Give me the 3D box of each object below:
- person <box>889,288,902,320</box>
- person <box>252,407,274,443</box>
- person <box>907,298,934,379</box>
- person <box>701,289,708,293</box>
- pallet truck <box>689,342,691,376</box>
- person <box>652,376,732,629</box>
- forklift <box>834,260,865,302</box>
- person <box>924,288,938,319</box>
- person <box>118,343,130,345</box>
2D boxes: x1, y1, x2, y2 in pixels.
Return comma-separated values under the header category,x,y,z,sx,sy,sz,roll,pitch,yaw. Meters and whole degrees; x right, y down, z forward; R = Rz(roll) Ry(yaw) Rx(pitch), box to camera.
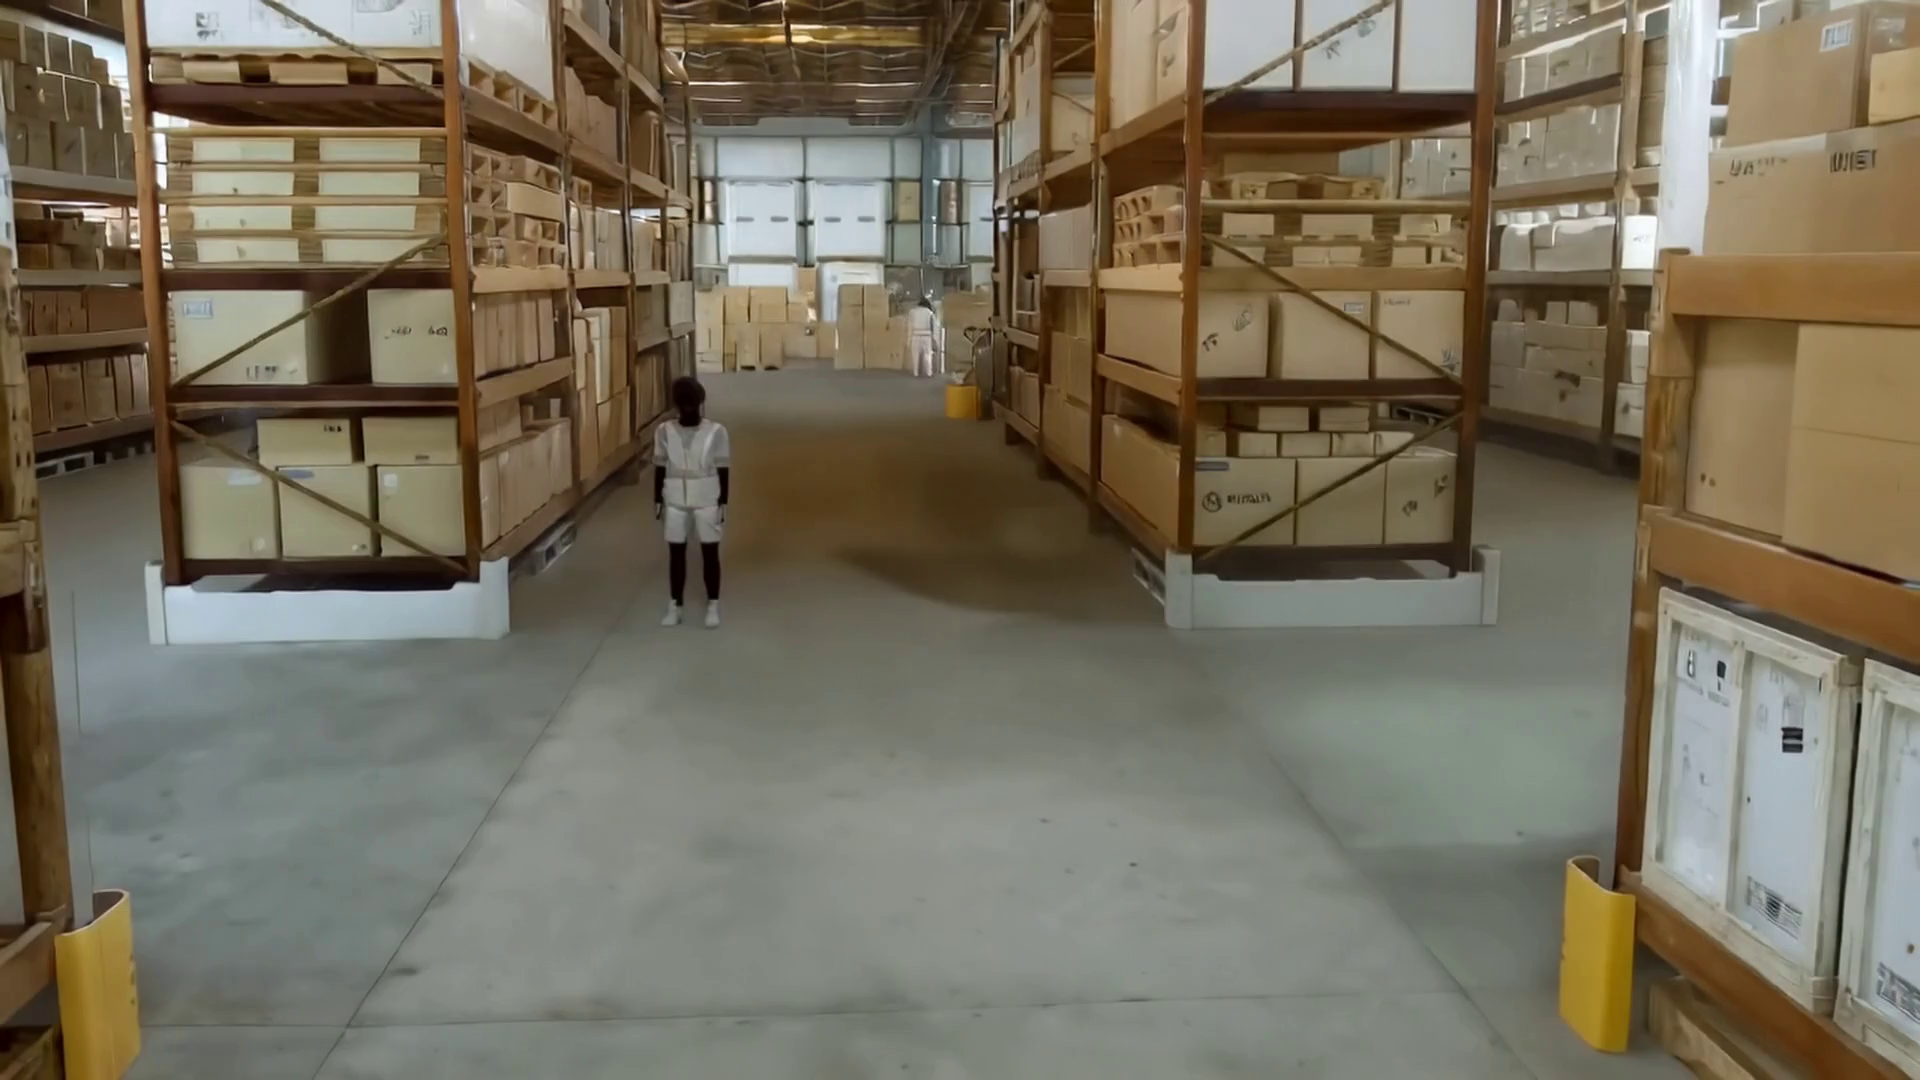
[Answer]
category,x,y,z,sx,sy,sz,roll,pitch,yaw
person,-2.298,-7.827,57.977,0.635,1.928,0.383,4,10,22
person,-9.821,-2.304,23.286,0.569,1.923,0.412,-1,9,-6
person,-0.899,-4.592,37.920,0.633,1.839,0.429,-2,9,-11
person,-8.314,-7.174,53.950,0.721,1.904,0.678,-6,11,-33
pallet truck,-5.225,-3.008,27.480,1.885,1.965,0.823,2,9,14
person,-1.787,-0.246,11.077,0.540,1.695,0.317,1,9,7
forklift,-3.397,-7.253,51.372,1.129,2.768,1.873,-1,9,-4
person,-1.164,-8.444,61.985,0.857,1.884,0.621,8,12,42
person,-23.300,-5.908,46.217,0.533,1.839,0.895,-1,9,-4
